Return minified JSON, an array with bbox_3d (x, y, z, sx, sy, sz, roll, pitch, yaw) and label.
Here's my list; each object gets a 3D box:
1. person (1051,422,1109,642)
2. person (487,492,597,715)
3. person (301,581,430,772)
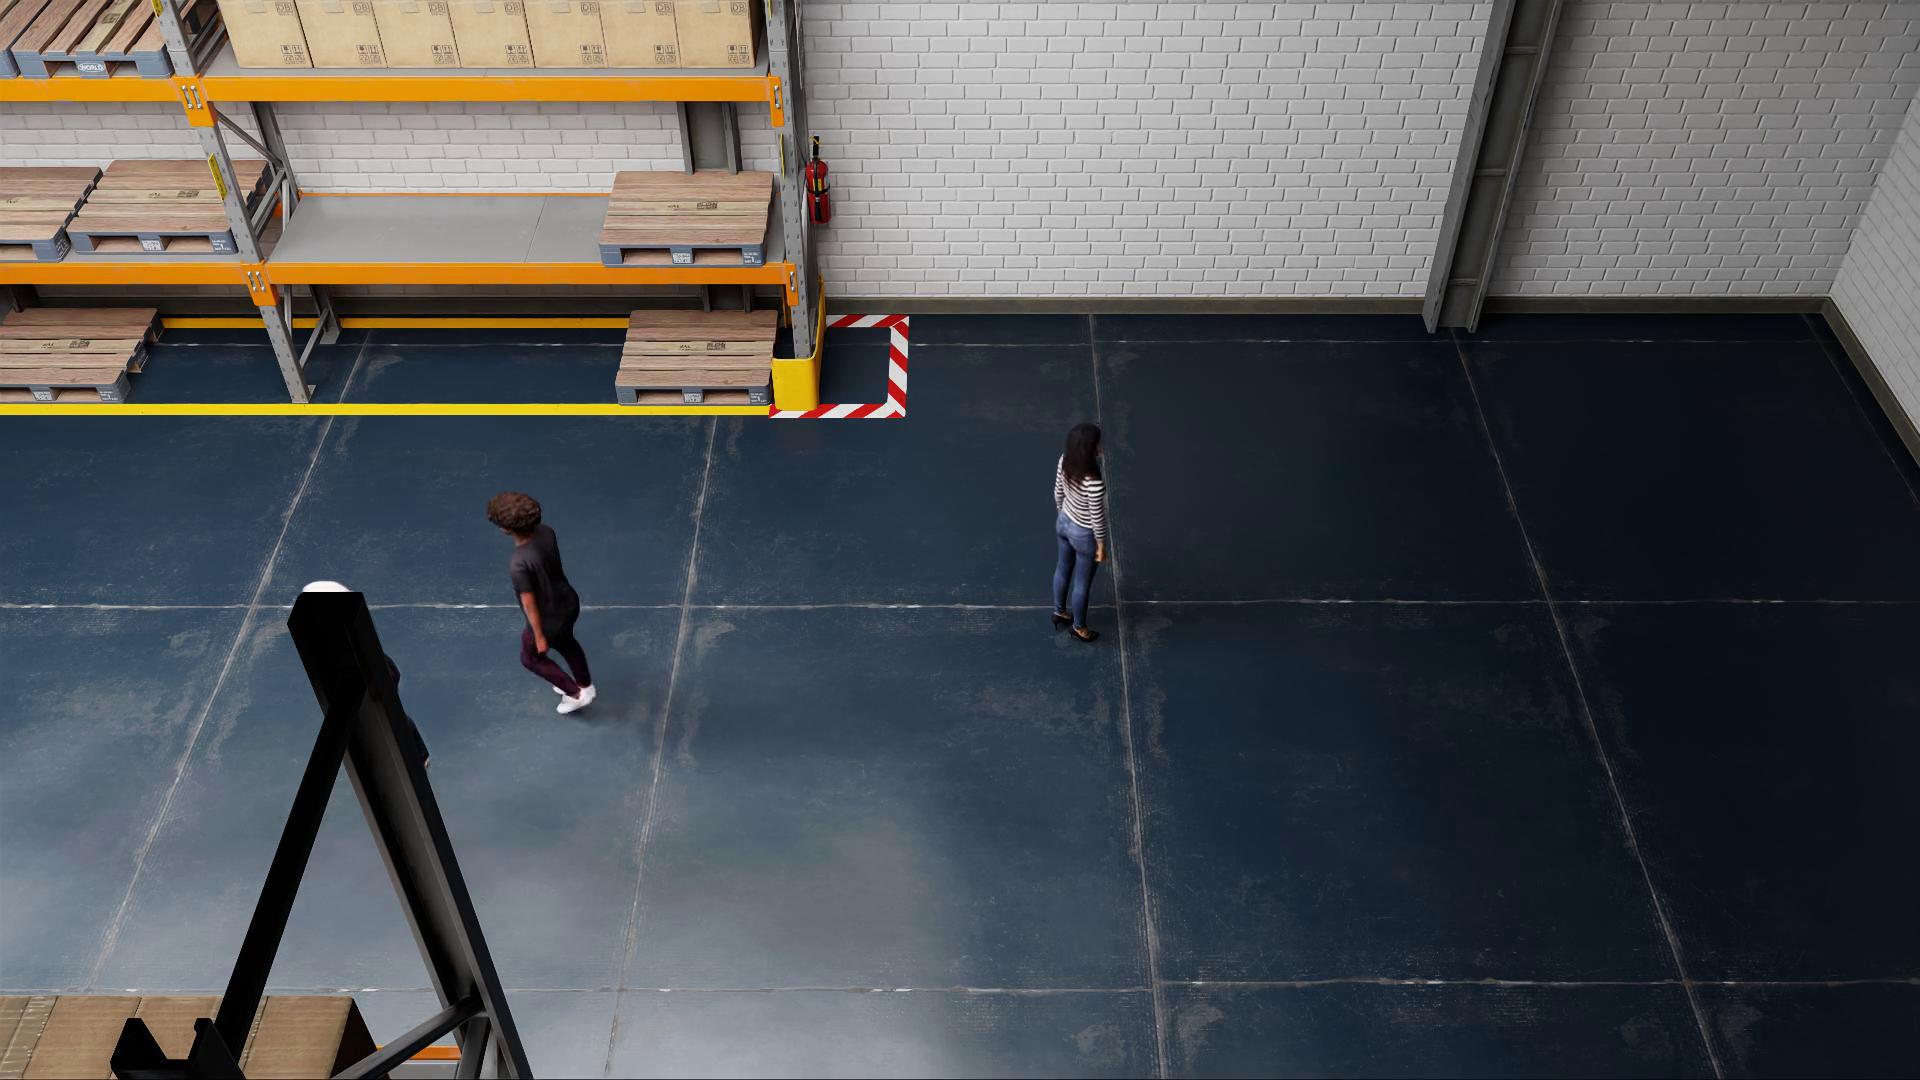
[{"bbox_3d":[0.768,-0.038,10.736,0.667,1.796,0.652,-25,49,-24],"label":"person"},{"bbox_3d":[-2.482,0.427,10.273,0.734,1.762,0.737,9,44,9],"label":"person"},{"bbox_3d":[-3.229,0.799,9.095,0.637,1.778,0.746,6,44,6],"label":"person"}]
